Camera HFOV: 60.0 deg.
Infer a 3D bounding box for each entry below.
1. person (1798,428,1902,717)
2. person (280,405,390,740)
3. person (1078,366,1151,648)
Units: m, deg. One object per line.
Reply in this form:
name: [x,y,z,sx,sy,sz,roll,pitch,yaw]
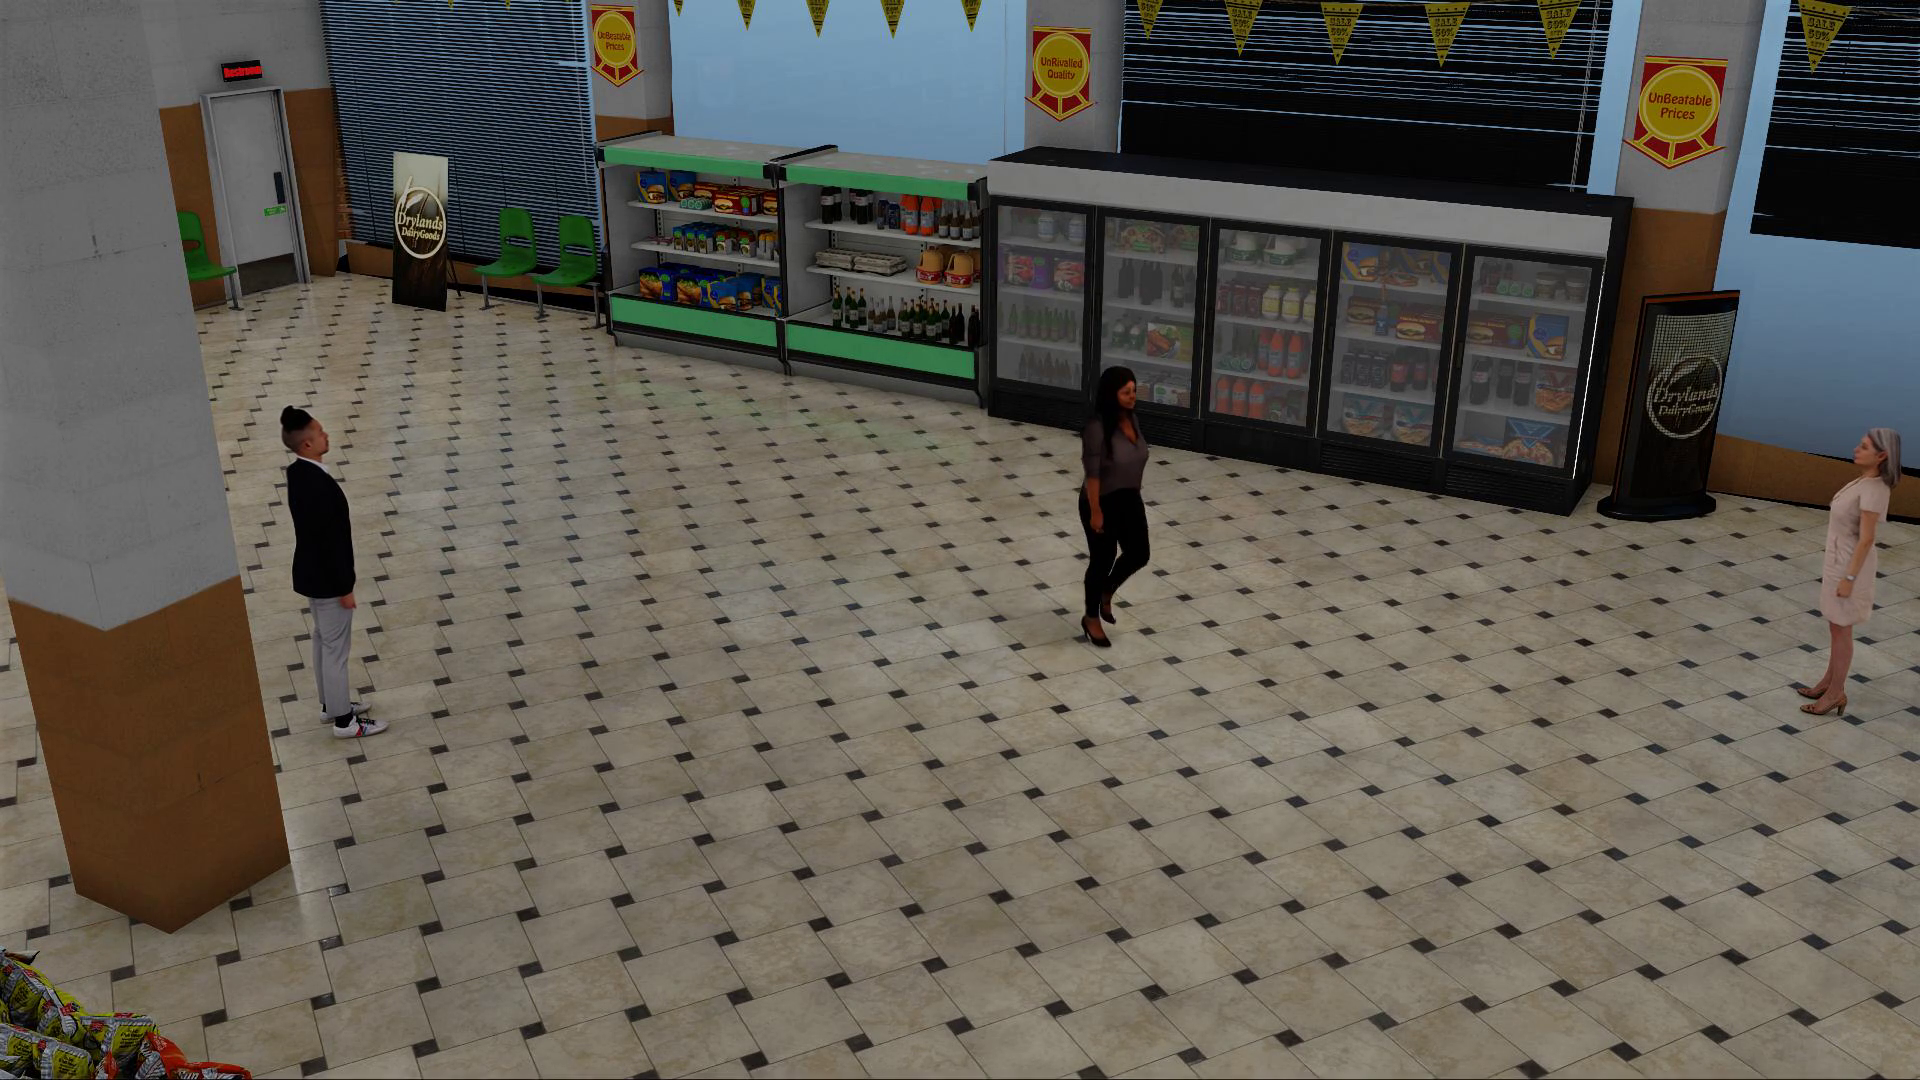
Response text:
person: [5.104,0.181,9.533,0.565,1.736,0.616,10,24,22]
person: [-3.555,0.166,9.286,0.854,1.948,0.713,-13,26,-30]
person: [0.865,-0.214,10.391,0.746,1.830,0.780,-19,28,-38]
